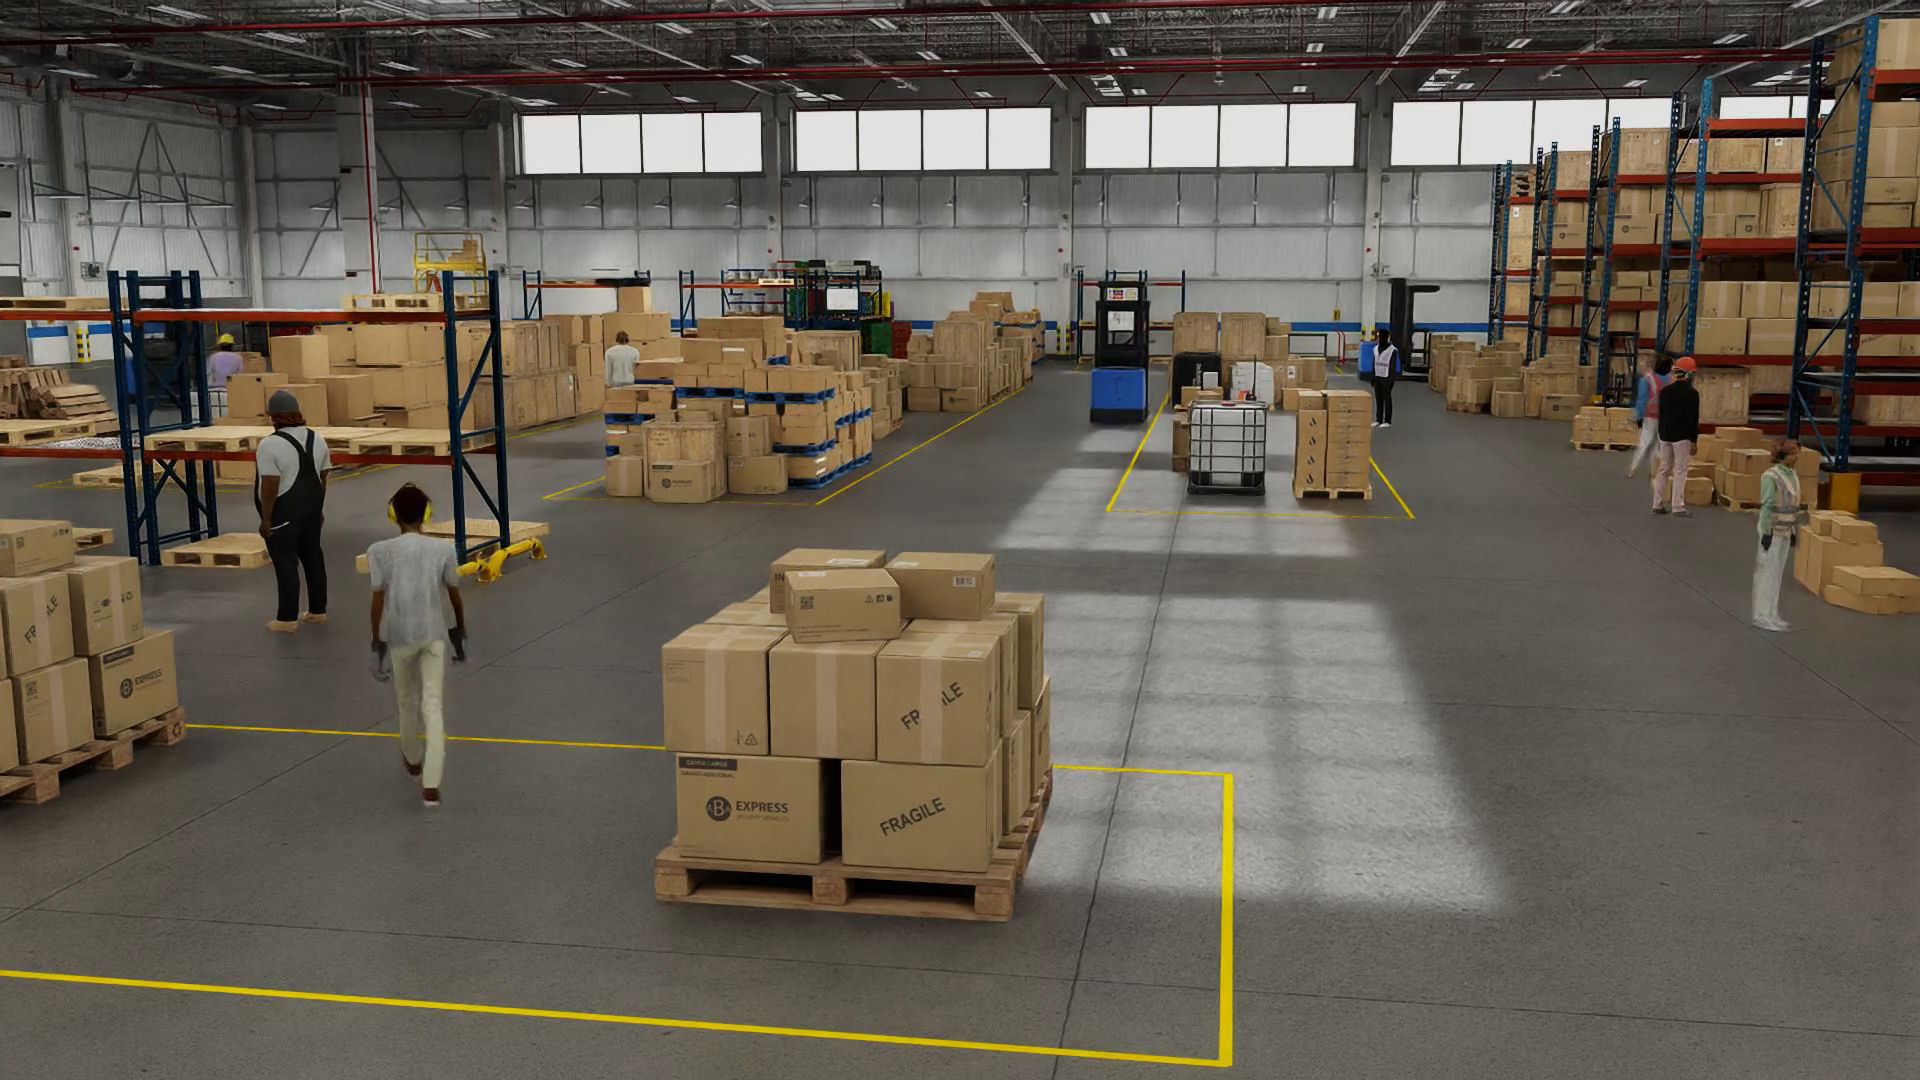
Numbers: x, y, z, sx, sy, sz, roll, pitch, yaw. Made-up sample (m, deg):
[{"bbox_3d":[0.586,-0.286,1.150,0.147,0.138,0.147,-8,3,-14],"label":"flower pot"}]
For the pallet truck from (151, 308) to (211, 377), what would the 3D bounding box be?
[{"bbox_3d":[-21.869,-5.598,47.154,0.823,1.965,1.885,4,10,26],"label":"pallet truck"}]

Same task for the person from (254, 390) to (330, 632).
[{"bbox_3d":[-5.690,-0.254,14.063,0.537,2.000,0.689,4,10,24],"label":"person"}]

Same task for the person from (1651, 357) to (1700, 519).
[{"bbox_3d":[8.830,-1.254,20.421,0.409,1.984,0.609,-4,10,-21],"label":"person"}]

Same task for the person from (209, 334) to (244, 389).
[{"bbox_3d":[-13.026,-2.709,29.638,0.601,1.898,0.733,-2,9,-10],"label":"person"}]

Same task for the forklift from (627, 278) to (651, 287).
[{"bbox_3d":[-8.733,-5.757,45.420,1.873,2.768,1.129,1,9,9],"label":"forklift"}]

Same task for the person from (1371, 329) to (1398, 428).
[{"bbox_3d":[8.210,-3.127,32.192,0.397,1.911,0.587,-5,10,-29],"label":"person"}]

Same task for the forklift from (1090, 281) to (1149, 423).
[{"bbox_3d":[3.223,-3.805,33.382,1.129,2.768,1.873,1,9,9],"label":"forklift"}]

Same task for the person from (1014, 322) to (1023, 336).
[{"bbox_3d":[1.629,-5.227,46.061,0.777,1.603,0.529,5,11,30],"label":"person"}]

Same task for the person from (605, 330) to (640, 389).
[{"bbox_3d":[-6.160,-2.860,30.450,0.633,1.938,0.356,-1,9,-8],"label":"person"}]

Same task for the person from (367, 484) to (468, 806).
[{"bbox_3d":[-3.126,0.581,9.619,0.547,1.816,1.003,-4,10,-21],"label":"person"}]

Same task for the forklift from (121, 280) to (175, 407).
[{"bbox_3d":[-17.898,-4.386,36.966,1.129,2.768,1.873,-8,12,-41],"label":"forklift"}]

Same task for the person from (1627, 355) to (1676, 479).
[{"bbox_3d":[10.114,-1.784,24.234,0.688,1.827,0.491,-4,10,-21],"label":"person"}]

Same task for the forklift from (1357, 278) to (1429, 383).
[{"bbox_3d":[11.766,-5.675,44.915,1.873,2.768,1.129,1,9,9],"label":"forklift"}]

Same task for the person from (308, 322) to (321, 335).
[{"bbox_3d":[-14.964,-4.218,38.899,0.682,1.916,0.639,-3,10,-17],"label":"person"}]

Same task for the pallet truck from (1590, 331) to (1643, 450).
[{"bbox_3d":[11.253,-2.573,28.499,0.823,1.965,1.885,5,10,27],"label":"pallet truck"}]

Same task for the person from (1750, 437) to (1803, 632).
[{"bbox_3d":[6.914,-0.054,14.073,0.522,1.636,0.310,-8,12,-40],"label":"person"}]
